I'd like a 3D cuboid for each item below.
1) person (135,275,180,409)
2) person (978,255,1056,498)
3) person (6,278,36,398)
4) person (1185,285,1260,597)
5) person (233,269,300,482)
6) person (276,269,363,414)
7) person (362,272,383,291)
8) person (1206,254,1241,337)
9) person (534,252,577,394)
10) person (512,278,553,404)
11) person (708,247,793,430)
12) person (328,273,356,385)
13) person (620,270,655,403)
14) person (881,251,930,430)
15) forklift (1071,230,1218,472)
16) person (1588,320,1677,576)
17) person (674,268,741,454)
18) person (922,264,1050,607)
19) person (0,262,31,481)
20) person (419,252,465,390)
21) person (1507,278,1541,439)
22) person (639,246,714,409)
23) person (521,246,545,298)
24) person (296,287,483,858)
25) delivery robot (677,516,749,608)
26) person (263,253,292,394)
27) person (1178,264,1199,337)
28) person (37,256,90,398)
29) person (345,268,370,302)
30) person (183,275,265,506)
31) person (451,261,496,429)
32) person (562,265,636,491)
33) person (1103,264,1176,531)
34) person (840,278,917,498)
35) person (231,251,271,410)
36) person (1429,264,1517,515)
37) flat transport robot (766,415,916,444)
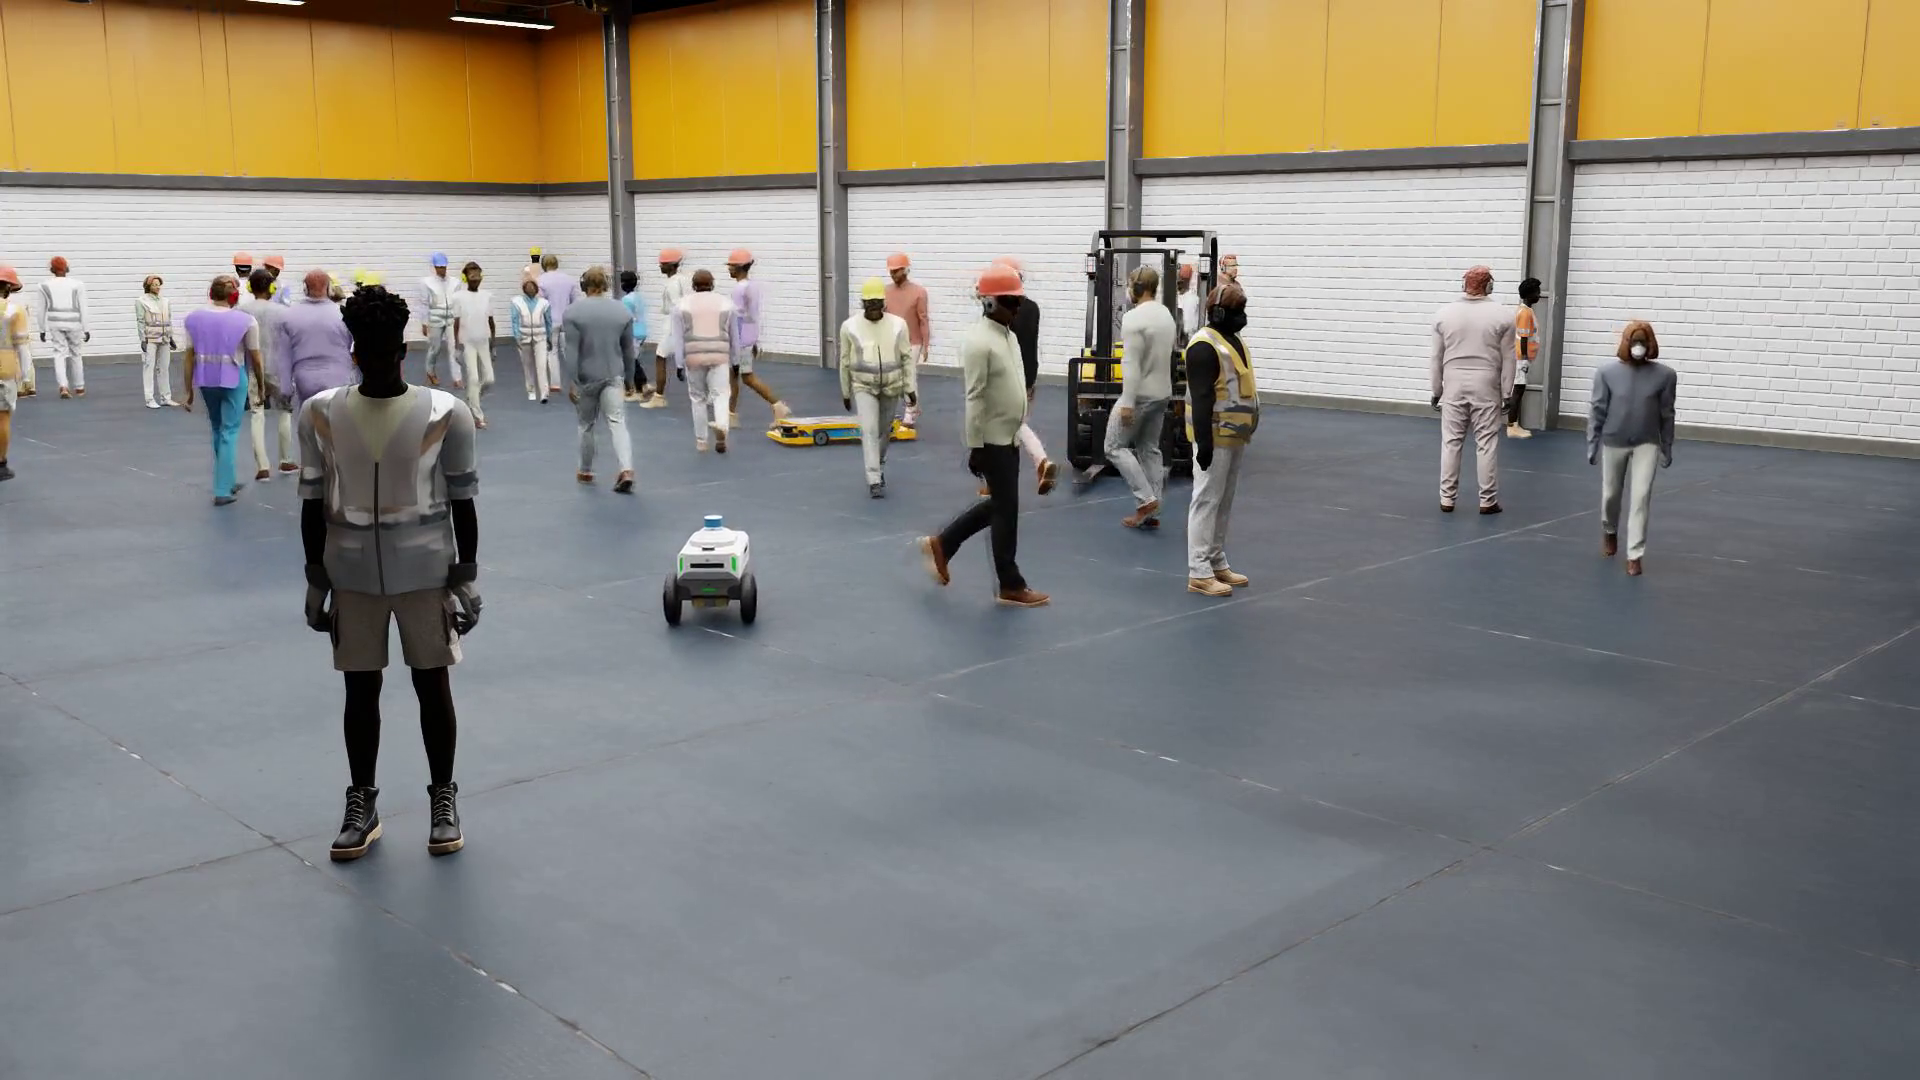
[{"bbox_3d":[-9.968,-2.457,20.633,0.310,1.642,0.514,4,11,22],"label":"person"},{"bbox_3d":[0.440,-1.279,13.292,0.623,1.972,0.667,-9,13,-39],"label":"person"},{"bbox_3d":[-12.433,-2.688,21.907,0.288,1.634,0.499,1,10,5],"label":"person"},{"bbox_3d":[1.566,-0.598,9.950,0.429,1.841,0.633,6,12,28],"label":"person"},{"bbox_3d":[-6.120,-1.455,14.641,0.560,1.830,0.836,-2,11,-11],"label":"person"},{"bbox_3d":[-5.041,-1.224,13.316,0.675,1.851,0.989,-1,10,-4],"label":"person"},{"bbox_3d":[-6.705,-2.228,19.172,0.535,1.720,0.893,0,10,0],"label":"person"},{"bbox_3d":[3.178,-2.444,19.838,0.401,1.910,0.641,10,14,43],"label":"person"},{"bbox_3d":[-5.374,-2.898,22.319,0.633,1.915,0.641,10,14,43],"label":"person"},{"bbox_3d":[-5.460,-2.549,21.278,0.500,1.586,0.901,-3,11,-14],"label":"person"},{"bbox_3d":[-2.301,-2.189,18.179,0.957,2.011,0.618,1,10,7],"label":"person"},{"bbox_3d":[-6.571,-1.927,17.464,0.487,1.744,0.297,0,10,-1],"label":"person"},{"bbox_3d":[-4.174,-2.592,21.238,0.359,1.684,0.551,2,11,9],"label":"person"},{"bbox_3d":[-0.586,-2.166,18.152,0.650,1.968,0.643,5,12,25],"label":"person"},{"bbox_3d":[1.804,-1.825,15.677,1.214,2.155,2.313,2,11,13],"label":"forklift"},{"bbox_3d":[4.319,-0.619,10.722,0.509,1.609,0.746,4,11,21],"label":"person"},{"bbox_3d":[-2.459,-1.735,16.222,0.643,1.823,0.785,-2,11,-10],"label":"person"},{"bbox_3d":[0.139,-0.606,9.644,0.783,1.973,0.621,4,11,22],"label":"person"},{"bbox_3d":[-8.362,-1.453,14.434,0.578,1.900,0.621,-2,11,-8],"label":"person"},{"bbox_3d":[-7.263,-3.059,23.226,0.632,1.913,0.931,-8,13,-36],"label":"person"},{"bbox_3d":[5.943,-1.913,17.542,0.321,1.690,0.529,4,11,22],"label":"person"},{"bbox_3d":[-3.435,-2.604,20.462,1.003,2.012,0.615,1,10,3],"label":"person"},{"bbox_3d":[-7.983,-4.584,31.442,0.587,1.930,0.362,-5,12,-27],"label":"person"},{"bbox_3d":[-1.952,0.119,5.712,0.604,1.960,0.369,-1,10,-8],"label":"person"},{"bbox_3d":[-1.384,0.106,9.365,0.477,0.478,0.707,0,10,-2],"label":"delivery robot"},{"bbox_3d":[-9.224,-2.874,22.225,0.572,1.886,0.597,-9,13,-39],"label":"person"},{"bbox_3d":[2.391,-2.002,17.643,0.970,1.840,0.576,-2,11,-12],"label":"person"},{"bbox_3d":[-11.804,-2.800,21.918,0.594,1.879,0.652,-4,11,-23],"label":"person"},{"bbox_3d":[-7.210,-2.459,20.422,0.869,1.723,0.541,8,13,37],"label":"person"},{"bbox_3d":[-5.873,-1.213,13.392,0.574,1.801,0.872,0,10,1],"label":"person"},{"bbox_3d":[-5.396,-2.157,18.432,0.519,1.851,0.547,-8,13,-38],"label":"person"},{"bbox_3d":[-3.001,-1.357,13.960,0.647,1.898,1.012,-6,12,-31],"label":"person"},{"bbox_3d":[1.298,-1.010,11.970,0.445,1.922,0.656,7,13,35],"label":"person"},{"bbox_3d":[-0.689,-1.279,13.822,0.598,1.792,0.925,-3,11,-14],"label":"person"},{"bbox_3d":[-8.713,-2.554,20.351,0.549,1.937,0.358,-8,13,-37],"label":"person"},{"bbox_3d":[3.937,-1.150,12.778,0.643,1.910,0.400,5,12,27],"label":"person"},{"bbox_3d":[-1.238,-1.157,17.285,1.431,0.197,0.652,-4,11,-22],"label":"flat transport robot"}]
